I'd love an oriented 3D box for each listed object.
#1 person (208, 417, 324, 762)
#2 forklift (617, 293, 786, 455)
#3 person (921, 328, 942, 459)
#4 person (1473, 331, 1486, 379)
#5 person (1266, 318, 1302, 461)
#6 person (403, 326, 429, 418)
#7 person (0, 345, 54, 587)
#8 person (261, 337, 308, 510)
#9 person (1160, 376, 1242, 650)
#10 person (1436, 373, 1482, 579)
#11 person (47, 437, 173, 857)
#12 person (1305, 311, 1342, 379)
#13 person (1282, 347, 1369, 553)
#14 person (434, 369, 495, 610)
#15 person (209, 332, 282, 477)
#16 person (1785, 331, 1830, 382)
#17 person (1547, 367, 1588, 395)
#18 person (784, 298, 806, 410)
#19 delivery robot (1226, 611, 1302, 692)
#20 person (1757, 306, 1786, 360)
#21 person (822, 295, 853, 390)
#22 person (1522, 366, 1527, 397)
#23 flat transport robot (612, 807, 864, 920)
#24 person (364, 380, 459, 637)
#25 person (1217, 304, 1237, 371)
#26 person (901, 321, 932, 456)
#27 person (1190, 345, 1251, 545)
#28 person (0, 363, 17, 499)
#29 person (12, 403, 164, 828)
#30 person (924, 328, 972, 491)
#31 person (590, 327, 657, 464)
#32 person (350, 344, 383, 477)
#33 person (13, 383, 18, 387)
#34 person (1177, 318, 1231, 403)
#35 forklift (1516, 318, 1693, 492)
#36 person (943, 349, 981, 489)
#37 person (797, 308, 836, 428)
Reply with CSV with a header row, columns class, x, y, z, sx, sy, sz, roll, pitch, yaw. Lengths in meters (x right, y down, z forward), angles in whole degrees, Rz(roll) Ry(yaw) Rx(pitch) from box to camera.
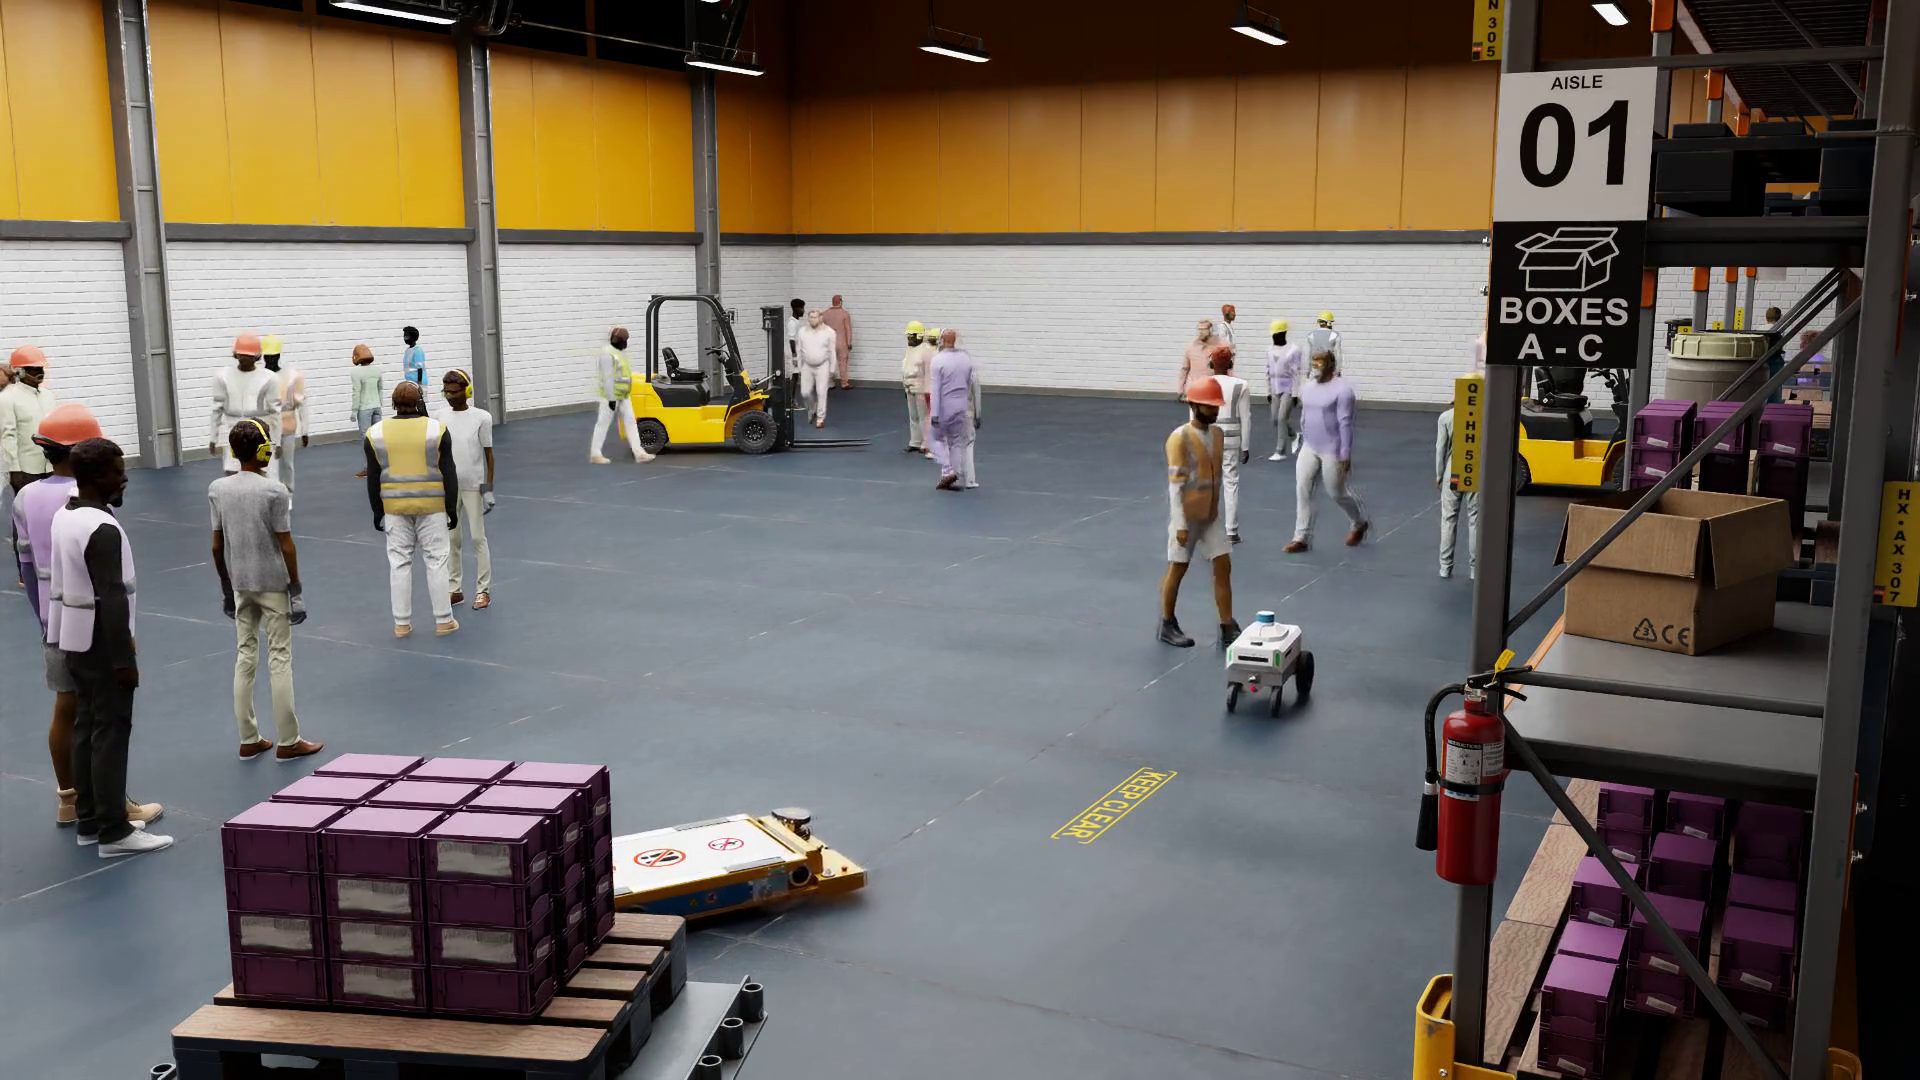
class,x,y,z,sx,sy,sz,roll,pitch,yaw
person,-3.769,0.272,8.994,0.507,1.872,0.329,2,10,13
forklift,-3.588,-2.317,23.042,2.313,2.155,1.214,-1,10,-5
person,-0.237,-1.949,22.215,0.586,1.752,0.552,-6,11,-31
person,8.007,-2.465,24.964,0.626,1.825,0.489,7,12,33
person,4.355,-2.006,22.134,0.682,1.898,0.592,-7,12,-35
person,-7.948,-2.279,24.288,0.321,1.690,0.536,-7,12,-36
person,-7.625,-0.608,13.725,0.379,1.996,0.609,1,10,8
person,-7.151,-1.185,17.424,0.599,1.884,1.009,-4,10,-20
person,1.710,-0.160,11.394,0.584,1.900,0.882,-8,13,-40
person,4.281,-0.543,14.079,0.492,1.742,0.320,4,11,23
person,-3.939,0.489,7.603,0.371,1.915,0.597,-10,14,-44
person,5.815,-2.742,26.569,0.588,1.827,0.404,6,11,30
person,3.419,-0.835,15.346,0.930,1.904,0.630,-7,12,-35
person,-3.836,-0.388,12.835,0.519,1.865,0.328,2,10,11
person,-6.825,-0.991,15.923,0.694,2.002,0.653,-2,10,-11
person,10.036,-1.580,19.855,0.440,1.820,0.754,-6,11,-31
person,8.287,-2.222,22.938,0.673,2.000,0.536,-1,10,-4
person,-2.889,-3.260,29.203,0.400,1.955,0.618,0,10,0
delivery robot,1.864,0.679,10.169,0.477,0.478,0.707,4,11,22
person,12.278,-2.567,25.230,0.362,1.939,0.636,-2,10,-10
person,-2.449,-3.978,33.488,0.636,1.910,0.404,4,11,23
person,7.658,-2.175,22.972,0.363,1.934,0.553,4,10,20
flat transport robot,-1.188,1.413,7.015,1.431,0.197,0.652,-6,11,-30
person,-3.905,-0.219,11.920,0.621,1.845,0.429,-1,10,-8
person,4.489,-3.015,27.985,0.356,1.884,0.574,3,10,17
person,-0.585,-2.060,22.602,0.404,1.829,0.600,-6,12,-33
person,2.451,-0.891,15.686,0.574,1.885,0.355,3,10,14
person,-9.963,-1.043,17.399,0.539,1.596,0.782,1,10,8
person,-4.155,0.374,7.901,0.605,2.045,0.378,4,11,24
person,-0.150,-1.496,19.166,0.658,1.888,0.431,-9,13,-42
person,-4.409,-1.868,21.642,0.957,1.777,0.666,2,10,13
person,-7.286,-1.588,20.444,0.279,1.633,0.498,4,11,24
person,-8.443,-0.798,15.229,0.550,1.849,0.525,-5,11,-27
person,3.187,-1.970,21.936,0.674,1.875,0.826,6,12,31
forklift,7.066,-1.601,18.899,2.313,2.155,1.214,5,11,27
person,-0.006,-1.411,19.409,0.523,1.636,0.310,3,10,15
person,-2.256,-2.700,26.145,0.648,1.895,0.452,2,10,10
